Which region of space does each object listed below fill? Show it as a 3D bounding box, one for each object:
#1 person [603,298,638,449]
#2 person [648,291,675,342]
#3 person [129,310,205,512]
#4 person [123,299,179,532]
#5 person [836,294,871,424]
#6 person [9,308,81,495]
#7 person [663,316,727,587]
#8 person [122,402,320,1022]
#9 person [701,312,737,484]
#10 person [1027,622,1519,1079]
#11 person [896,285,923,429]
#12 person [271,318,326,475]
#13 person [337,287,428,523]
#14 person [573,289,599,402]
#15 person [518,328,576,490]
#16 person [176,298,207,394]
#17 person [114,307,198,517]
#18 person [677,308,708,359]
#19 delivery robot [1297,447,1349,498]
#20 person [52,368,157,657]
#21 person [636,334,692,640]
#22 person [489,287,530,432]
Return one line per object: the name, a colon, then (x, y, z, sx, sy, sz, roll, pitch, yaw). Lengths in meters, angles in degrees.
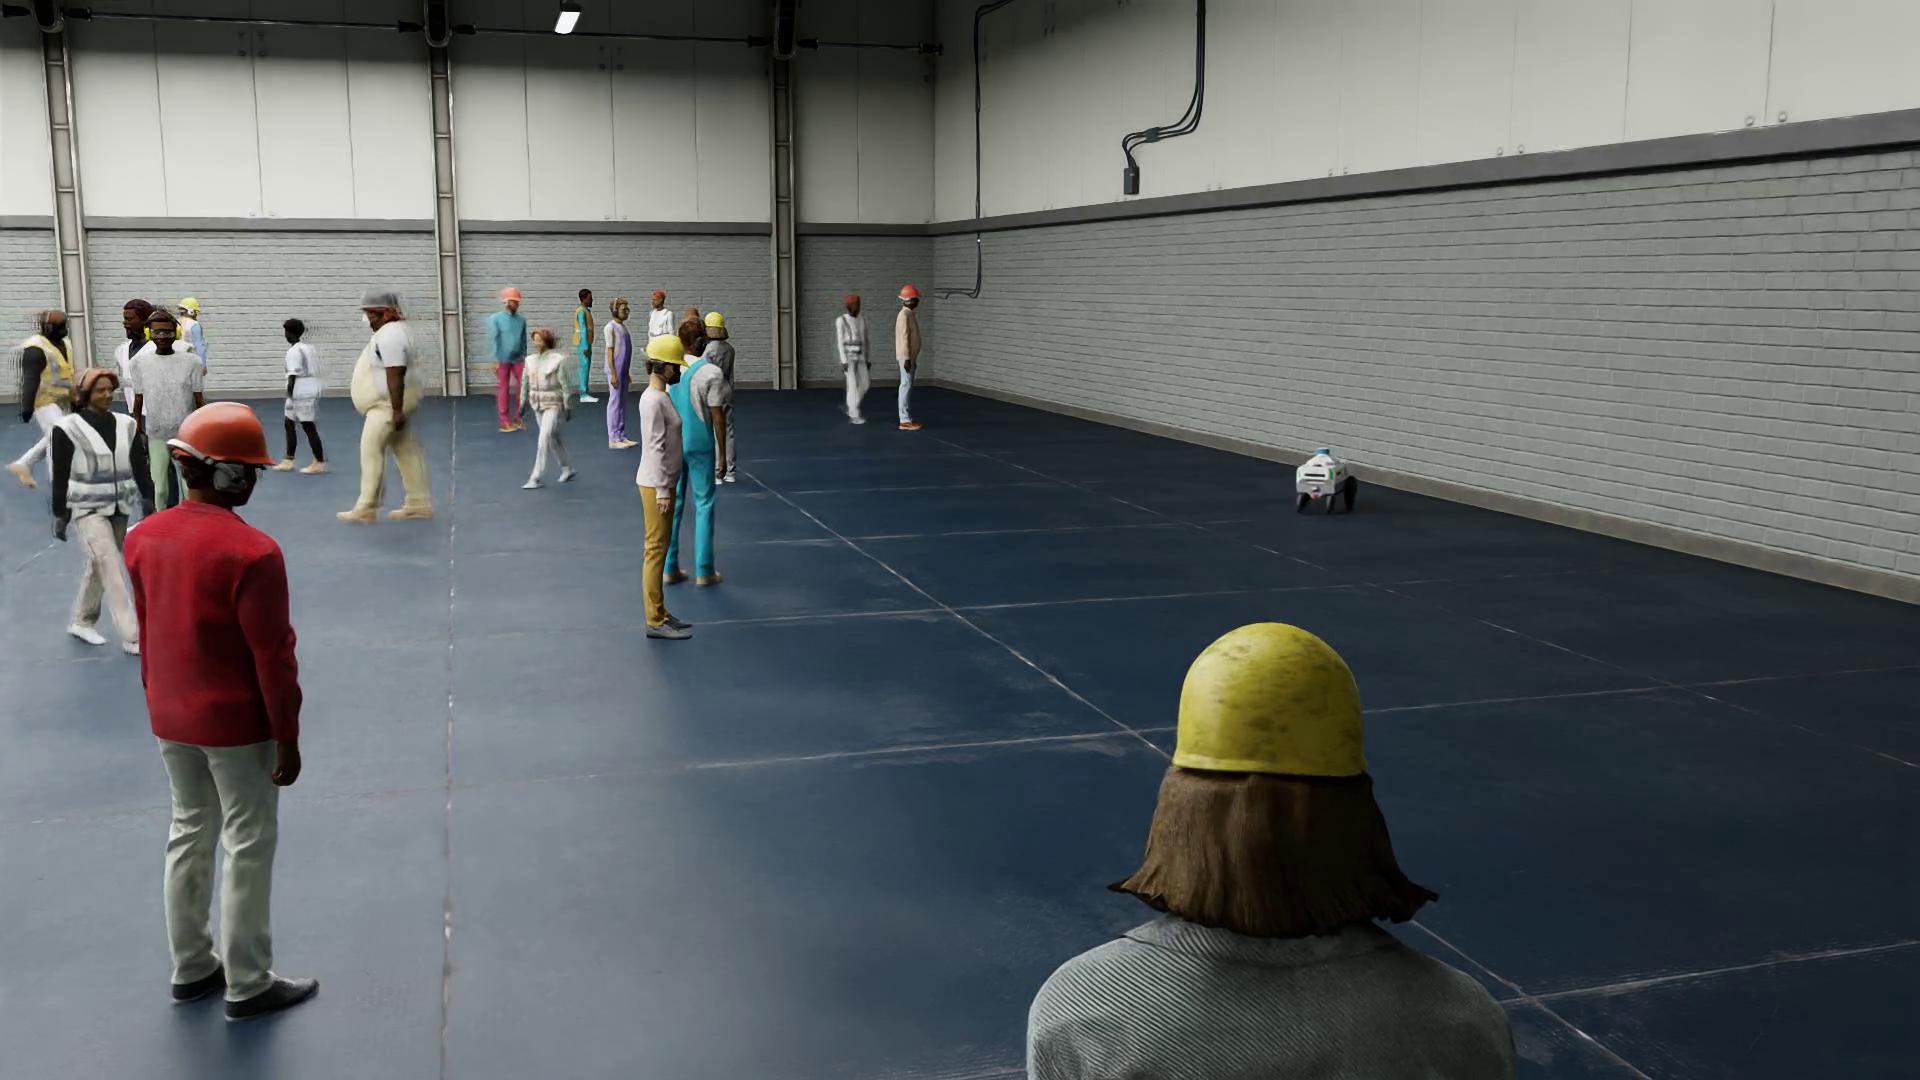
person: (-4.182, -2.042, 20.454, 0.345, 1.847, 0.504, 1, 9, 9)
person: (-4.921, -3.142, 27.354, 0.573, 1.883, 0.356, 8, 12, 41)
person: (-5.714, -0.731, 12.053, 0.510, 1.863, 0.326, -3, 10, -21)
person: (-6.575, -0.989, 13.503, 0.592, 1.920, 0.392, 6, 11, 35)
person: (-1.517, -2.614, 24.006, 0.604, 1.878, 0.450, -9, 12, -44)
person: (-8.852, -1.322, 16.002, 0.690, 1.810, 0.636, 0, 9, -3)
person: (-1.817, -0.590, 11.238, 0.522, 1.833, 0.339, 3, 9, 18)
person: (-2.063, 0.481, 4.695, 0.576, 1.740, 0.348, 4, 10, 26)
person: (-2.484, -1.439, 16.934, 0.297, 1.744, 0.487, 5, 10, 28)
person: (0.311, 0.946, 1.746, 0.485, 1.736, 0.309, 1, 9, 6)
person: (-0.705, -2.535, 23.124, 0.381, 1.994, 0.613, 1, 9, 5)
person: (-7.111, -1.516, 17.669, 0.712, 1.650, 0.580, -1, 9, -8)
person: (-5.009, -1.161, 14.212, 0.858, 2.000, 0.709, -3, 9, -17)
person: (-6.369, -3.301, 28.258, 0.392, 1.919, 0.591, -1, 9, -9)
person: (-4.158, -1.336, 16.765, 0.527, 1.598, 0.873, 5, 10, 28)
person: (-10.781, -2.483, 23.342, 0.588, 1.822, 0.403, 5, 10, 27)
person: (-6.589, -0.998, 13.751, 0.711, 1.885, 0.407, -1, 9, -9)
person: (-4.192, -2.832, 26.167, 0.507, 1.632, 0.278, 1, 9, 5)
delivery robot: (3.280, -0.594, 15.019, 0.477, 0.478, 0.707, 4, 10, 24)
person: (-4.764, -0.163, 9.264, 0.858, 1.592, 0.532, 4, 10, 25)
person: (-1.716, -0.309, 9.671, 0.319, 1.763, 0.522, -1, 9, -7)
person: (-6.104, -2.446, 22.631, 0.517, 1.977, 0.628, 8, 12, 43)
